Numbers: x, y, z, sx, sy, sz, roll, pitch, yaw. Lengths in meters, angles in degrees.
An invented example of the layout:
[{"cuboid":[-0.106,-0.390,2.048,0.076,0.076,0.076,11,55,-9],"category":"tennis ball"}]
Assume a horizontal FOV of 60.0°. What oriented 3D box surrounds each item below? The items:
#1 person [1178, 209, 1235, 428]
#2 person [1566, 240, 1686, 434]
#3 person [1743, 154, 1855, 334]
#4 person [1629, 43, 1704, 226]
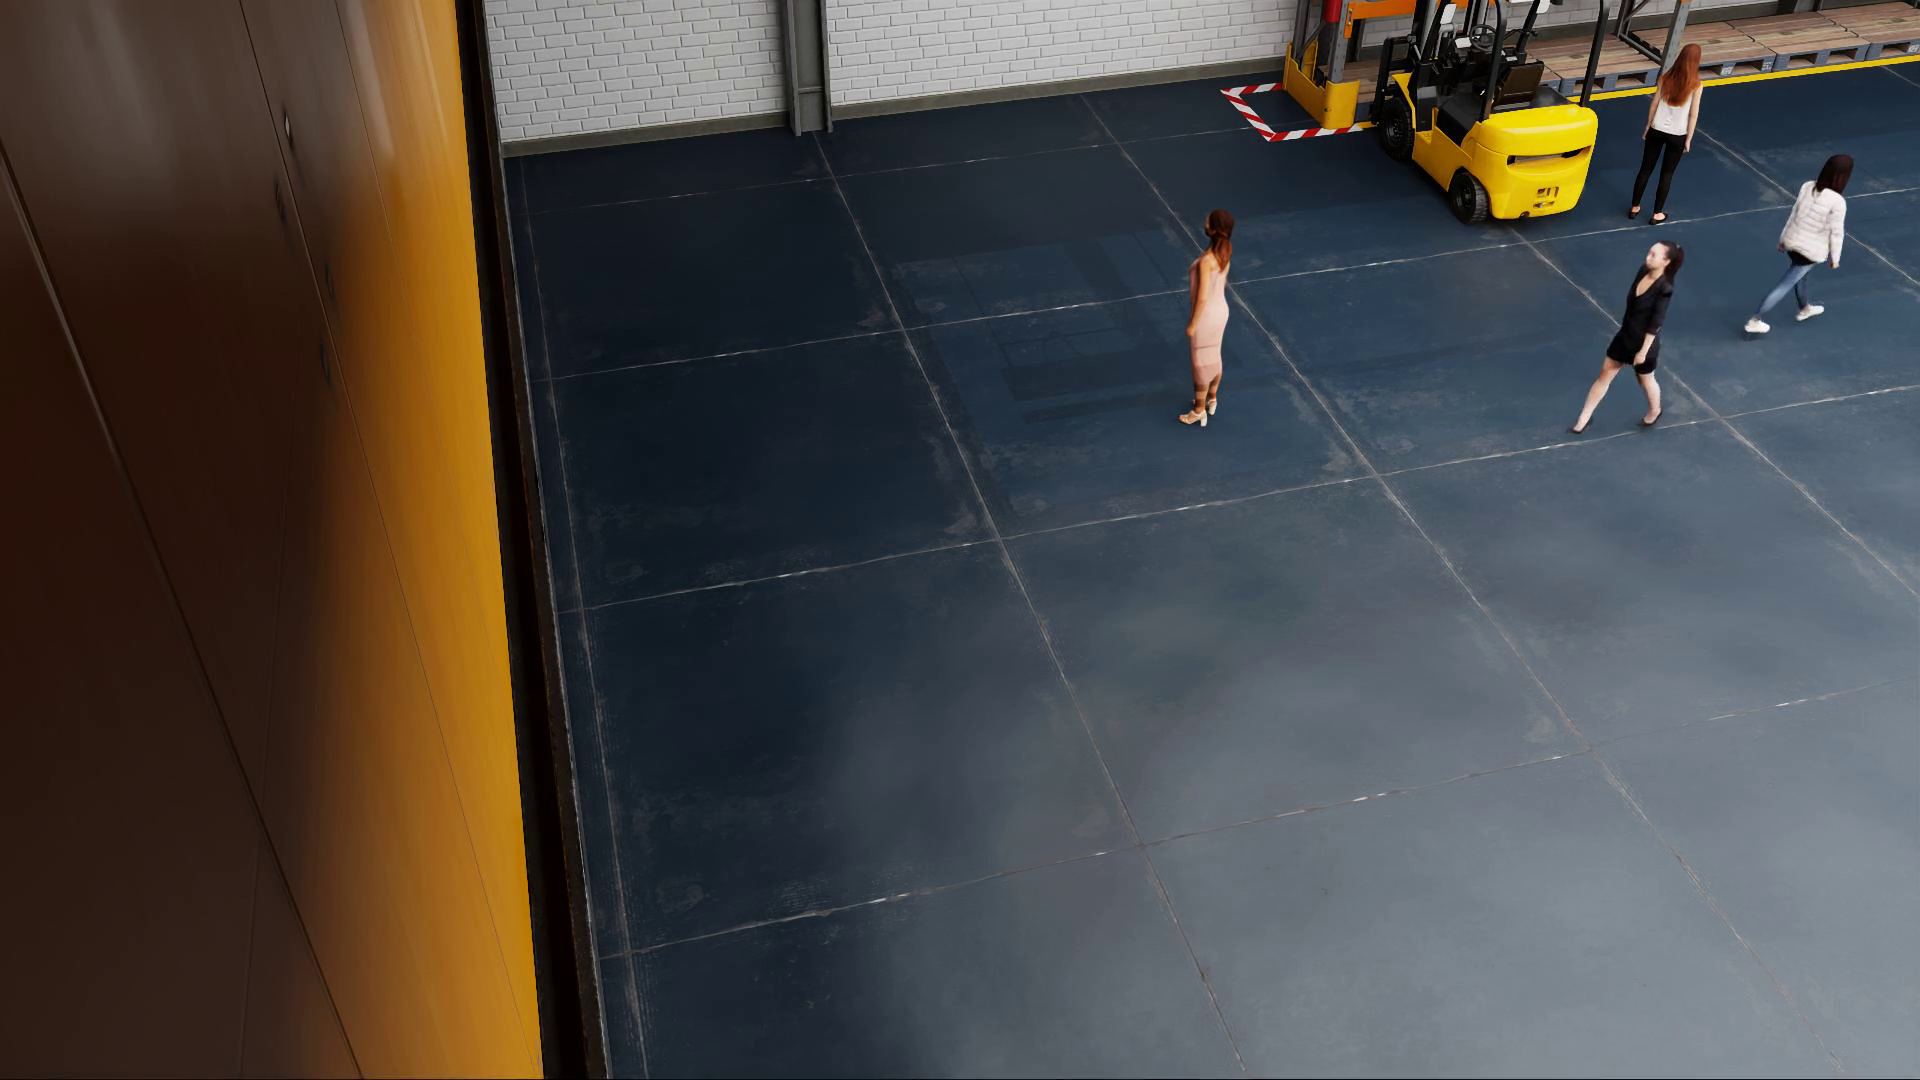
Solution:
[{"cuboid":[1.912,-1.700,12.731,0.723,1.831,0.643,24,44,27],"category":"person"},{"cuboid":[5.217,-1.486,12.604,0.995,1.656,0.620,-7,39,-9],"category":"person"},{"cuboid":[6.967,-2.409,13.809,1.078,1.593,0.680,-12,40,-15],"category":"person"},{"cuboid":[6.551,-3.760,15.398,0.657,1.722,0.679,27,46,30],"category":"person"}]
